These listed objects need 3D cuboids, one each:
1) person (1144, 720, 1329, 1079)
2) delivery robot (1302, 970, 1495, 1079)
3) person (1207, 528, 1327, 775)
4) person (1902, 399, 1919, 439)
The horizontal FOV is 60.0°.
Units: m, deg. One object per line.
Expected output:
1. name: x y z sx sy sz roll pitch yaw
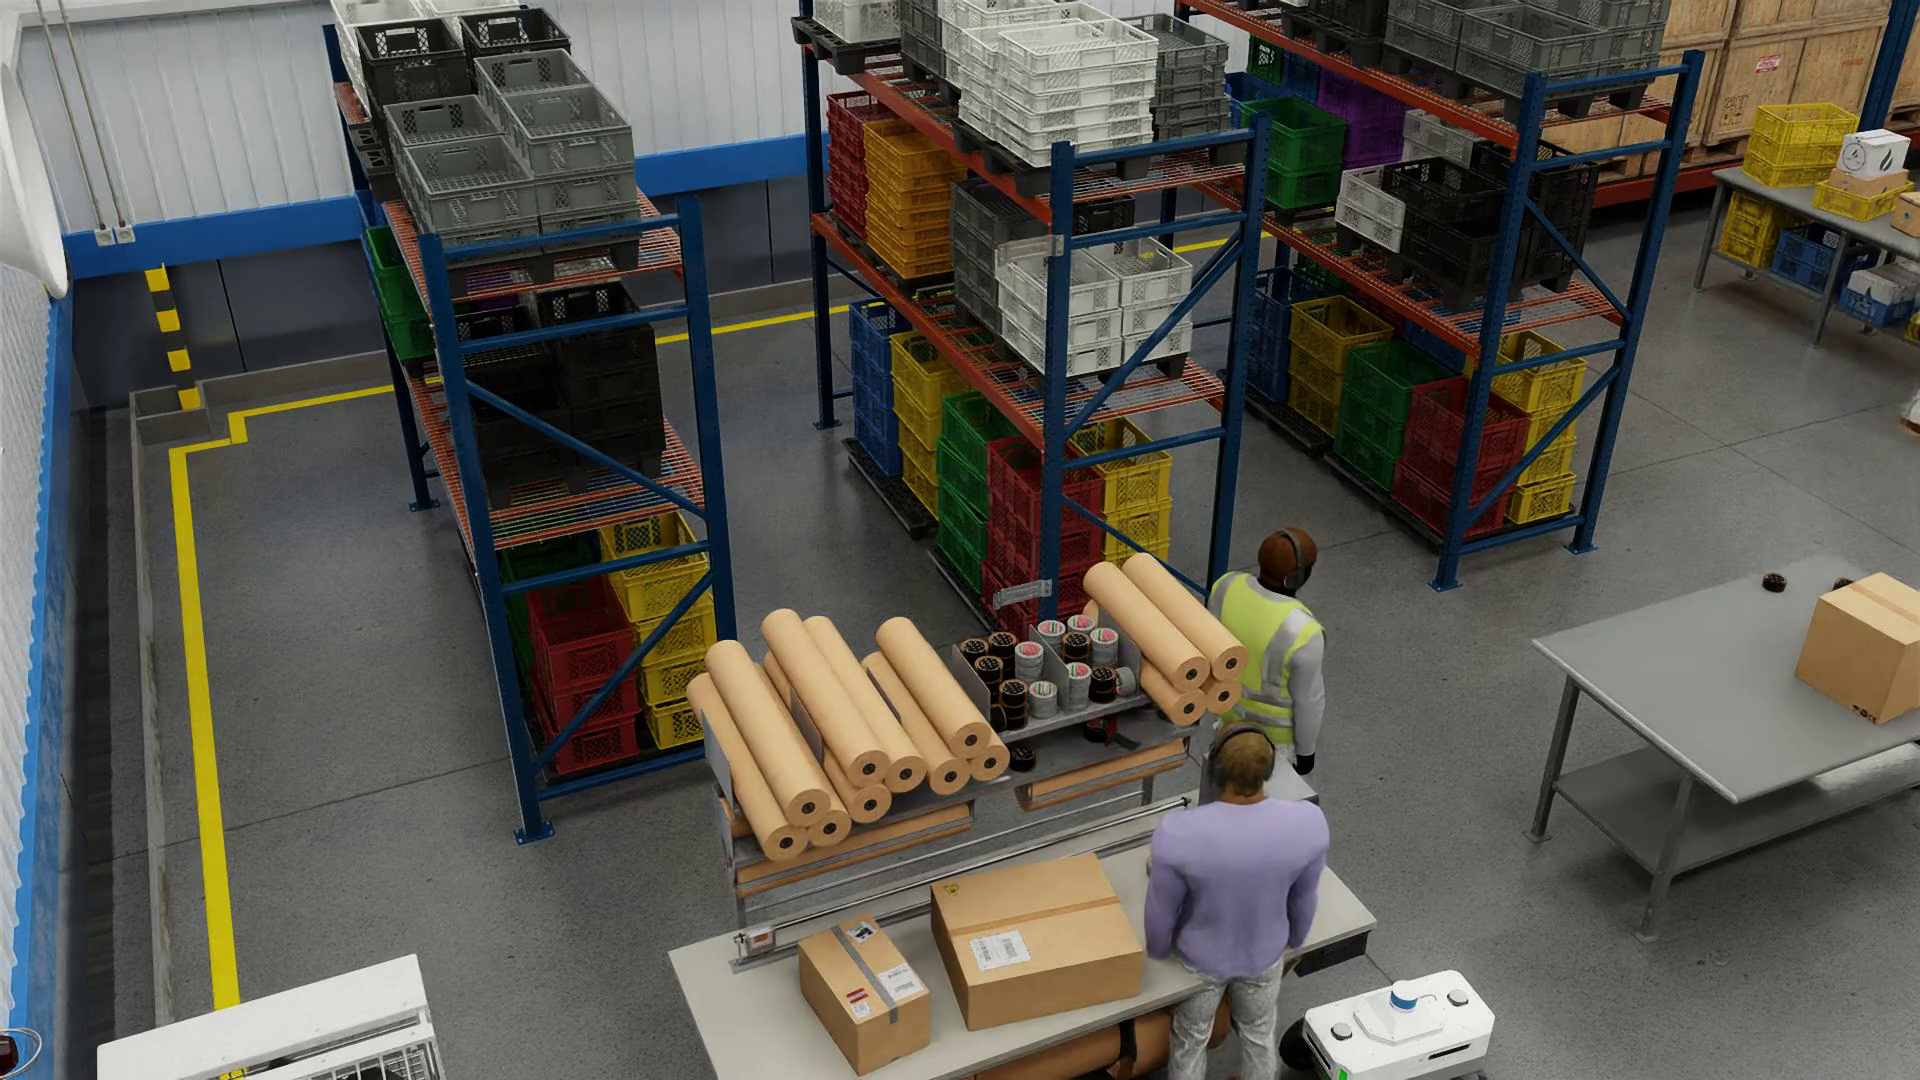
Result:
1. person: 0.962 1.464 5.997 0.627 1.932 0.369 -3 32 -5
2. delivery robot: 1.702 1.920 6.471 0.707 0.478 0.477 -10 33 -16
3. person: 1.328 0.756 7.229 0.429 1.841 0.634 -20 37 -29
4. person: 6.665 -1.335 10.609 0.583 1.846 0.917 -18 36 -26
